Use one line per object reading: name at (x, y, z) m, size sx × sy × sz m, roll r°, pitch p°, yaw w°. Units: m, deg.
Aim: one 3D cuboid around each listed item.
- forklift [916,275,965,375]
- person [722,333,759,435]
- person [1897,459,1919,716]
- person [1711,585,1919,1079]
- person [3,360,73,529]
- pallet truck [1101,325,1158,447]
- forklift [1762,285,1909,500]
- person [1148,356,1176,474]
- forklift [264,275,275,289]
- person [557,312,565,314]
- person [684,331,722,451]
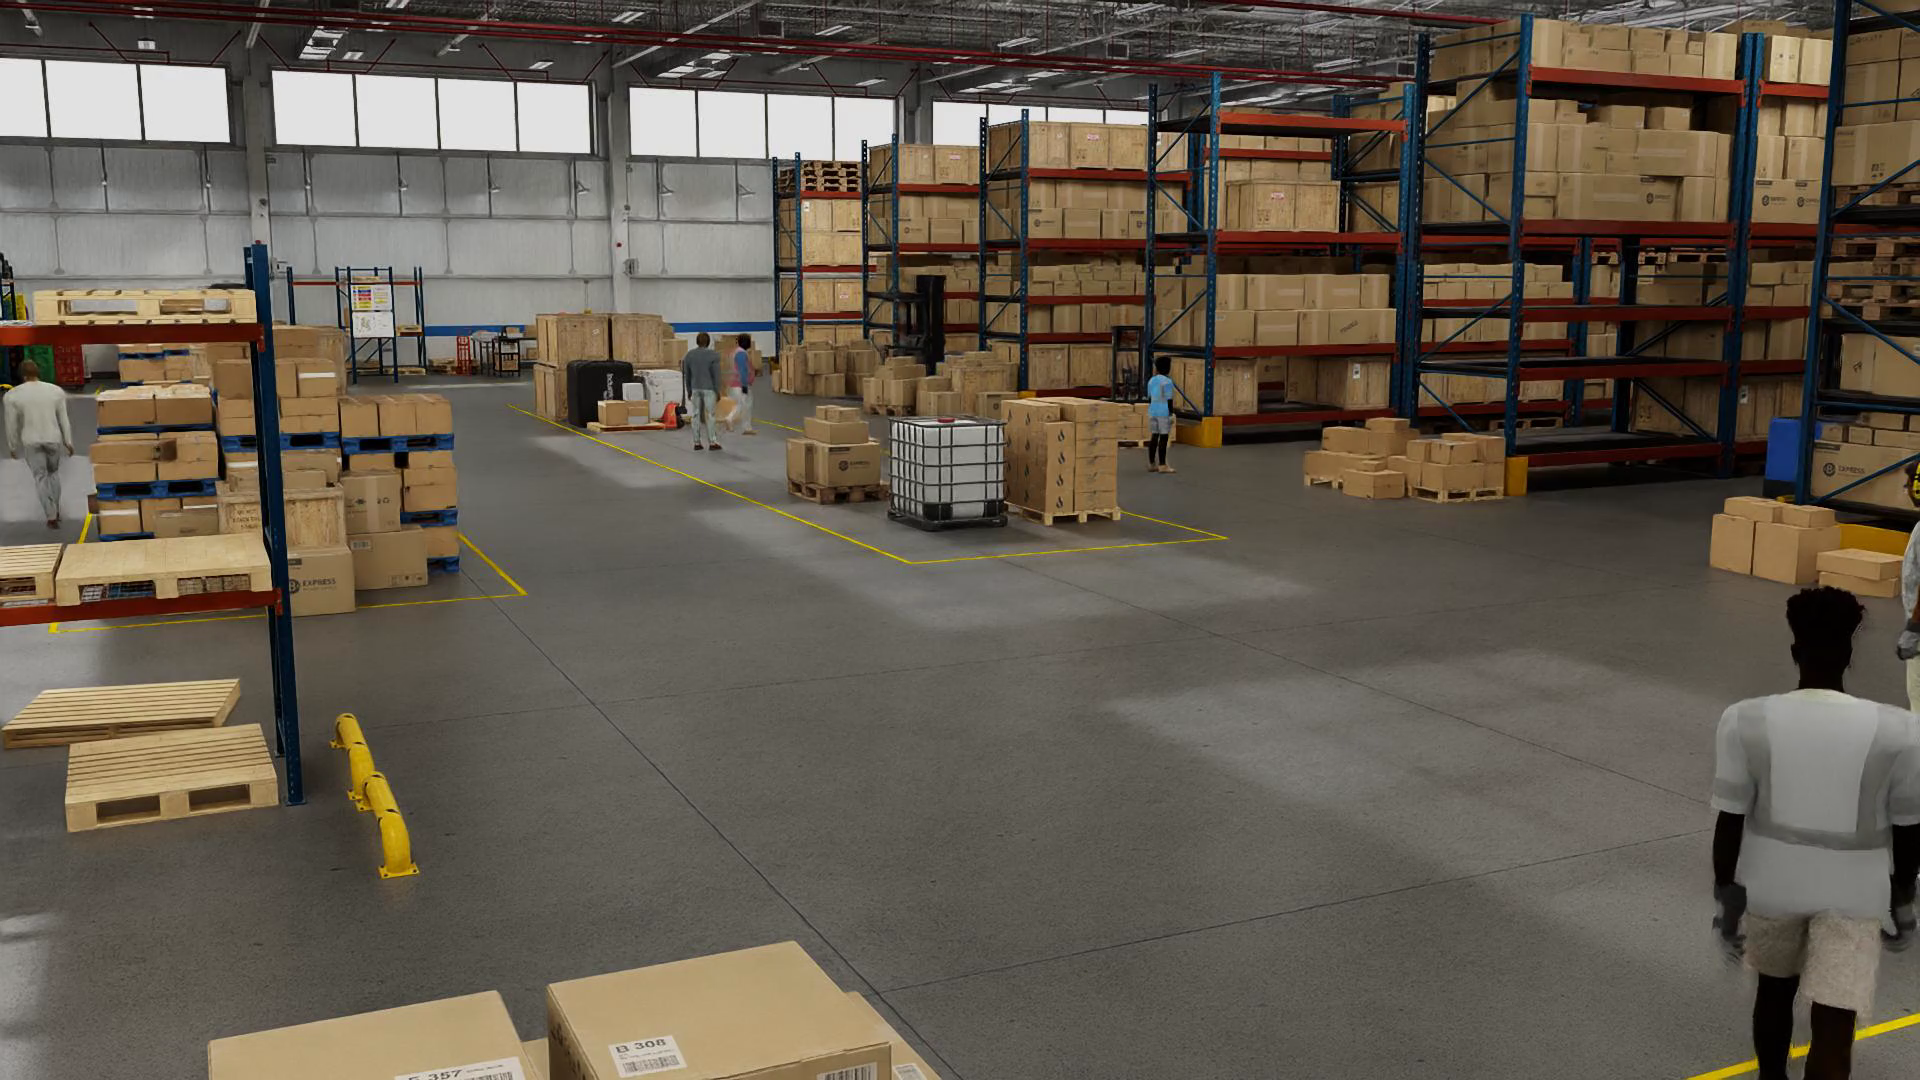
forklift at (-0.636, -4.472, 36.834) m, size 1.873 × 2.768 × 1.129 m, roll -4°, pitch 10°, yaw -25°
person at (-3.875, -2.745, 29.372) m, size 0.554 × 1.827 × 0.649 m, roll -1°, pitch 9°, yaw -8°
person at (5.387, 0.470, 9.321) m, size 0.521 × 1.865 × 0.335 m, roll -9°, pitch 13°, yaw -43°
person at (2.666, 1.103, 5.214) m, size 0.604 × 1.931 × 0.959 m, roll 6°, pitch 11°, yaw 31°
person at (-10.503, -1.095, 18.913) m, size 0.638 × 1.898 × 0.925 m, roll -8°, pitch 12°, yaw -42°
pallet truck at (2.881, -2.596, 27.923) m, size 0.823 × 1.965 × 1.885 m, roll -1°, pitch 9°, yaw -7°
forklift at (11.060, -1.845, 20.534) m, size 1.873 × 2.768 × 1.129 m, roll -4°, pitch 10°, yaw -25°
person at (2.902, -1.802, 23.921) m, size 0.317 × 1.696 × 0.540 m, roll -5°, pitch 10°, yaw -28°
forklift at (-15.571, -4.545, 37.287) m, size 1.873 × 2.768 × 1.129 m, roll -4°, pitch 10°, yaw -25°
person at (-9.635, -4.551, 40.263) m, size 0.384 × 1.932 × 0.555 m, roll 0°, pitch 9°, yaw 0°
person at (-4.160, -2.411, 26.962) m, size 0.628 × 1.939 × 0.375 m, roll 3°, pitch 10°, yaw 16°
